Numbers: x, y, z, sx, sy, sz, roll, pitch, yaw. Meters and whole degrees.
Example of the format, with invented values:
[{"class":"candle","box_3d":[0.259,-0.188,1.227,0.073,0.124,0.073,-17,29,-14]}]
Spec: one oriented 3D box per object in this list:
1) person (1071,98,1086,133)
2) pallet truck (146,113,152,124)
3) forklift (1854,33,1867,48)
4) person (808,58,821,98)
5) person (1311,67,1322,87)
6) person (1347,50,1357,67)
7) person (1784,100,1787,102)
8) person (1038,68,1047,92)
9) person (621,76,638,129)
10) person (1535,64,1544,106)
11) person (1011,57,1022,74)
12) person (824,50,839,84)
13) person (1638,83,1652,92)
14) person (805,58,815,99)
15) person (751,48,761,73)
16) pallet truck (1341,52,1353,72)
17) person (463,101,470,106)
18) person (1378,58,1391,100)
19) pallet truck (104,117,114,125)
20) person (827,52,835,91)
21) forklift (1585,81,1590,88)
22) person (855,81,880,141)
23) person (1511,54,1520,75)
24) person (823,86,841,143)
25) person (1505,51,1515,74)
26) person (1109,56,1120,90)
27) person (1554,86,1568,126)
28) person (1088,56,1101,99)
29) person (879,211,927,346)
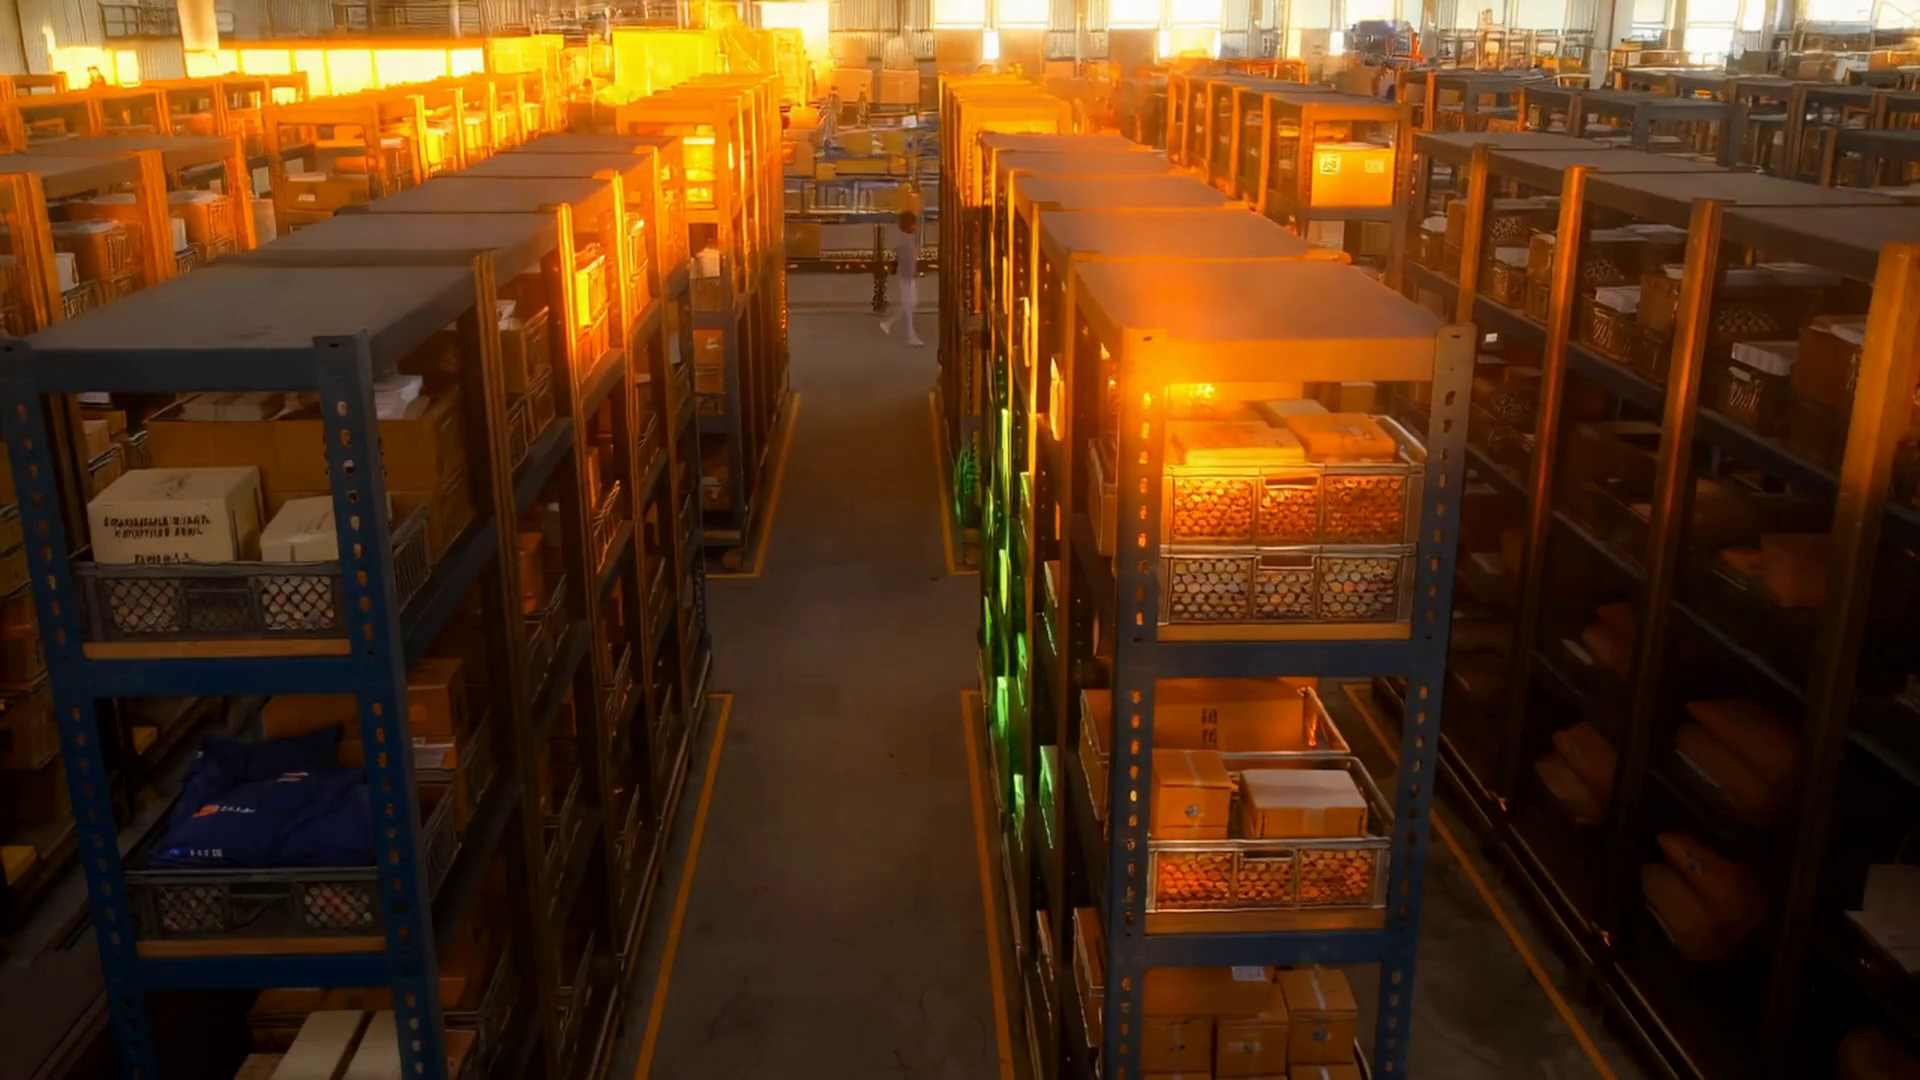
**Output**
[{"class":"person","box_3d":[3.499,-12.352,49.508,0.515,1.620,0.545,1,18,2]},{"class":"pallet truck","box_3d":[-18.087,-8.309,36.390,1.885,1.965,0.823,-1,18,-4]},{"class":"forklift","box_3d":[45.252,-24.022,83.600,1.873,2.768,1.129,-10,21,-29]},{"class":"person","box_3d":[-6.542,-20.697,74.851,0.562,1.919,0.518,-6,19,-17]},{"class":"person","box_3d":[13.435,-16.879,62.957,0.361,1.964,0.617,14,23,38]},{"class":"person","box_3d":[20.646,-24.807,87.554,0.370,1.926,0.594,-13,22,-35]},{"class":"person","box_3d":[20.049,-9.694,40.643,0.736,2.014,0.640,-7,19,-21]},{"class":"person","box_3d":[3.096,-17.262,64.266,0.946,1.903,0.545,6,19,18]},{"class":"person","box_3d":[-11.133,-14.608,55.995,1.052,1.932,0.663,0,18,1]},{"class":"person","box_3d":[24.092,-18.862,69.275,0.522,1.858,0.320,-10,20,-28]},{"class":"person","box_3d":[2.645,-21.552,77.552,0.575,1.885,0.355,9,20,26]},{"class":"person","box_3d":[-7.123,-26.112,91.779,1.013,1.808,0.533,-9,20,-26]},{"class":"person","box_3d":[25.020,-16.037,60.897,0.508,1.629,0.314,0,18,-1]},{"class":"person","box_3d":[-6.900,-21.342,76.963,0.506,1.846,0.350,-4,18,-12]},{"class":"person","box_3d":[-11.251,-26.154,91.762,0.585,1.911,0.390,-7,19,-20]},{"class":"pallet truck","box_3d":[18.794,-23.123,82.231,0.823,1.965,1.885,-13,22,-35]},{"class":"person","box_3d":[-16.465,-14.242,55.196,0.854,1.704,0.510,0,18,0]},{"class":"person","box_3d":[18.283,-19.720,71.632,0.537,2.000,0.690,-2,18,-5]},{"class":"pallet truck","box_3d":[-18.367,-7.885,35.078,1.885,1.965,0.823,1,18,2]},{"class":"person","box_3d":[-6.595,-23.852,84.611,0.392,1.922,0.592,-12,22,-33]},{"class":"forklift","box_3d":[30.327,-22.040,77.468,1.873,2.768,1.129,-1,18,-2]},{"class":"person","box_3d":[-3.042,-13.780,53.493,0.967,1.889,0.552,4,18,12]},{"class":"person","box_3d":[28.391,-23.979,85.224,0.936,1.809,0.605,17,24,42]},{"class":"person","box_3d":[-4.102,-13.486,52.781,0.695,1.766,0.403,-8,19,-23]},{"class":"person","box_3d":[28.586,-24.448,86.526,0.655,1.886,0.769,-6,19,-19]},{"class":"person","box_3d":[7.306,-21.915,78.697,0.574,1.876,0.354,-5,19,-14]},{"class":"person","box_3d":[19.940,-14.131,54.912,0.523,1.679,0.715,-10,20,-28]},{"class":"person","box_3d":[6.246,-21.433,77.100,0.640,1.932,0.440,-13,22,-35]},{"class":"person","box_3d":[-0.745,-3.399,21.589,0.583,1.745,0.534,4,18,11]}]
